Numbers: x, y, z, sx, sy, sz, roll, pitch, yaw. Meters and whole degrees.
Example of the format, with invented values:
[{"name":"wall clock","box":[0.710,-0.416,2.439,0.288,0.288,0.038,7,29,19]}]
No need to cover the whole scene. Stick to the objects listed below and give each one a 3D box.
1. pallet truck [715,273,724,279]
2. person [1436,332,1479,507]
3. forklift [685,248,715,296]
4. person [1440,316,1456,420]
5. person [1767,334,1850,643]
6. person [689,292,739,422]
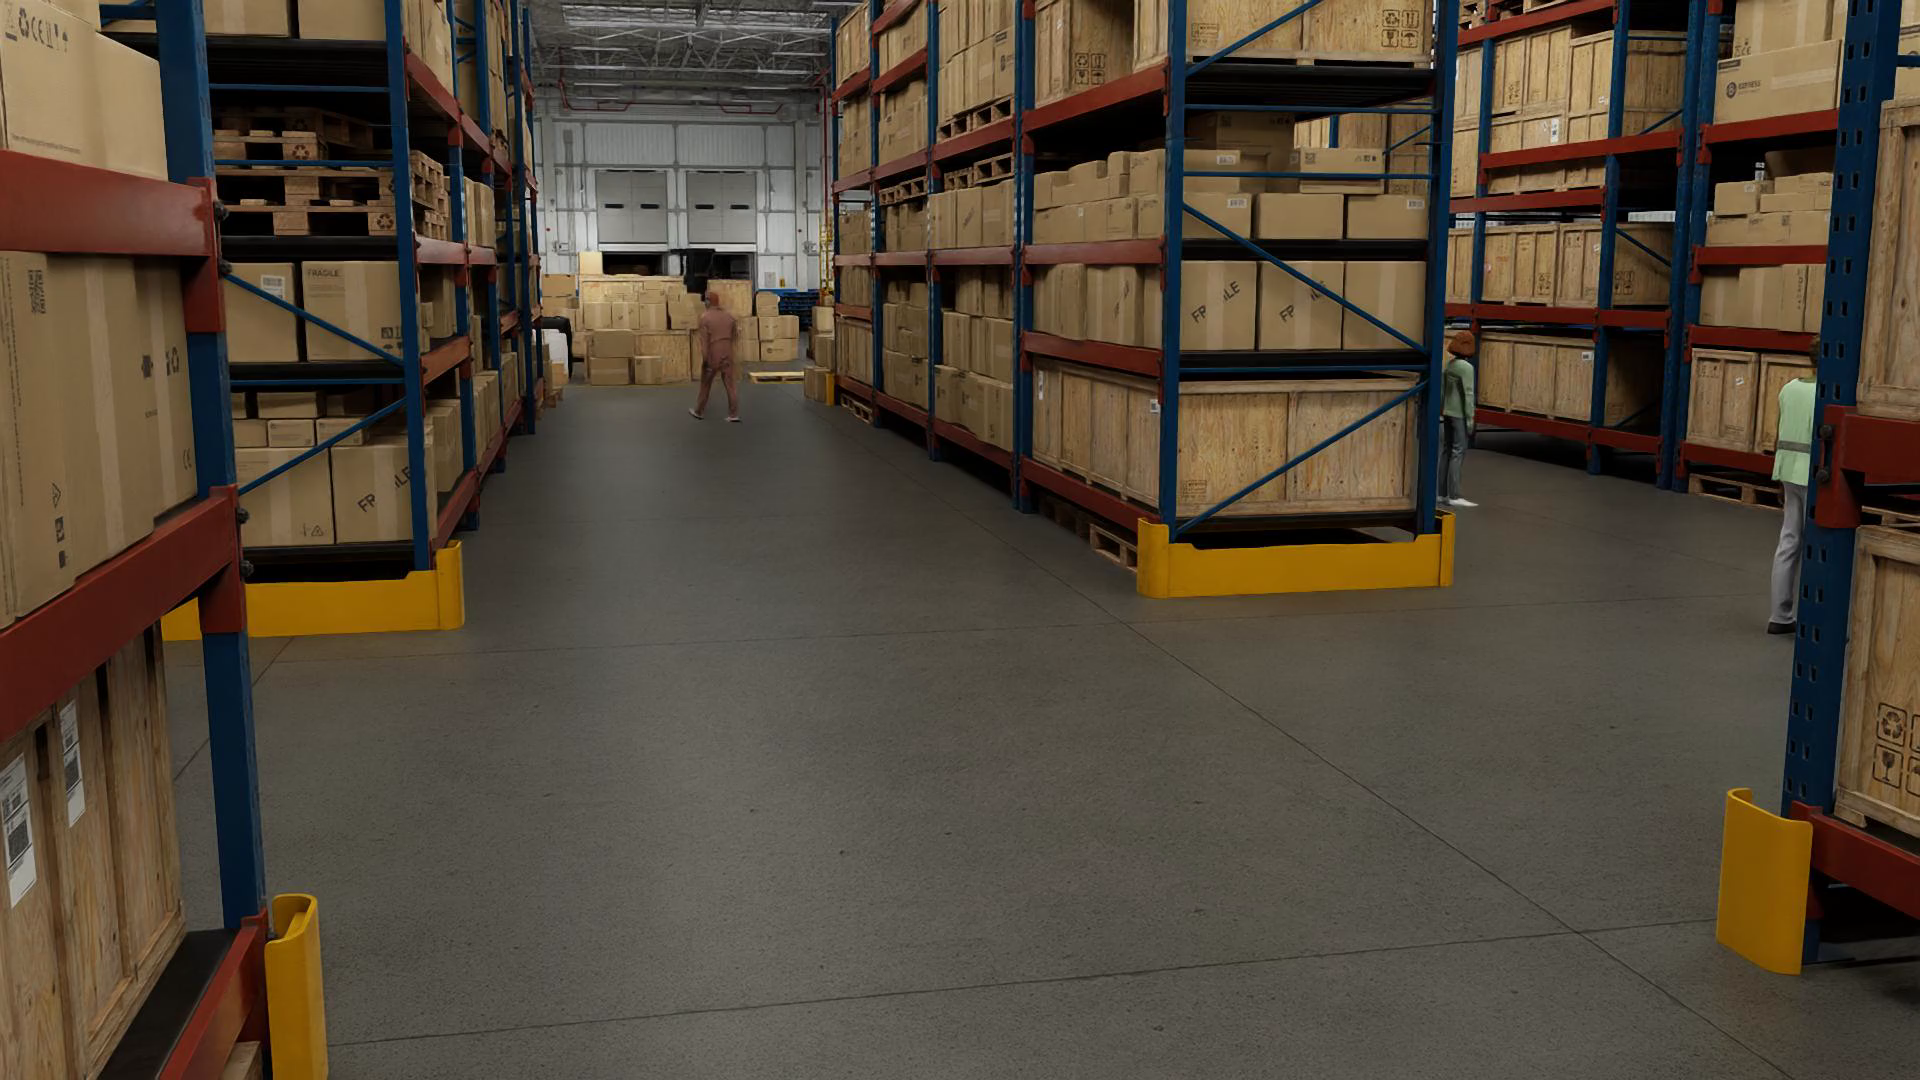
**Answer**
[{"name":"pallet truck","box":[-8.580,-8.986,62.280,1.885,1.965,0.823,1,9,5]},{"name":"person","box":[4.641,-1.119,15.477,0.318,1.624,0.523,-1,9,-8]},{"name":"forklift","box":[-8.363,-8.028,53.756,1.129,2.768,1.873,-7,12,-38]},{"name":"person","box":[6.935,-2.488,23.769,0.308,1.636,0.524,-2,10,-12]},{"name":"person","box":[5.051,-0.313,9.872,0.374,1.843,0.573,-2,10,-12]},{"name":"person","box":[-3.547,-2.638,24.023,0.656,1.859,0.991,-8,12,-39]}]
